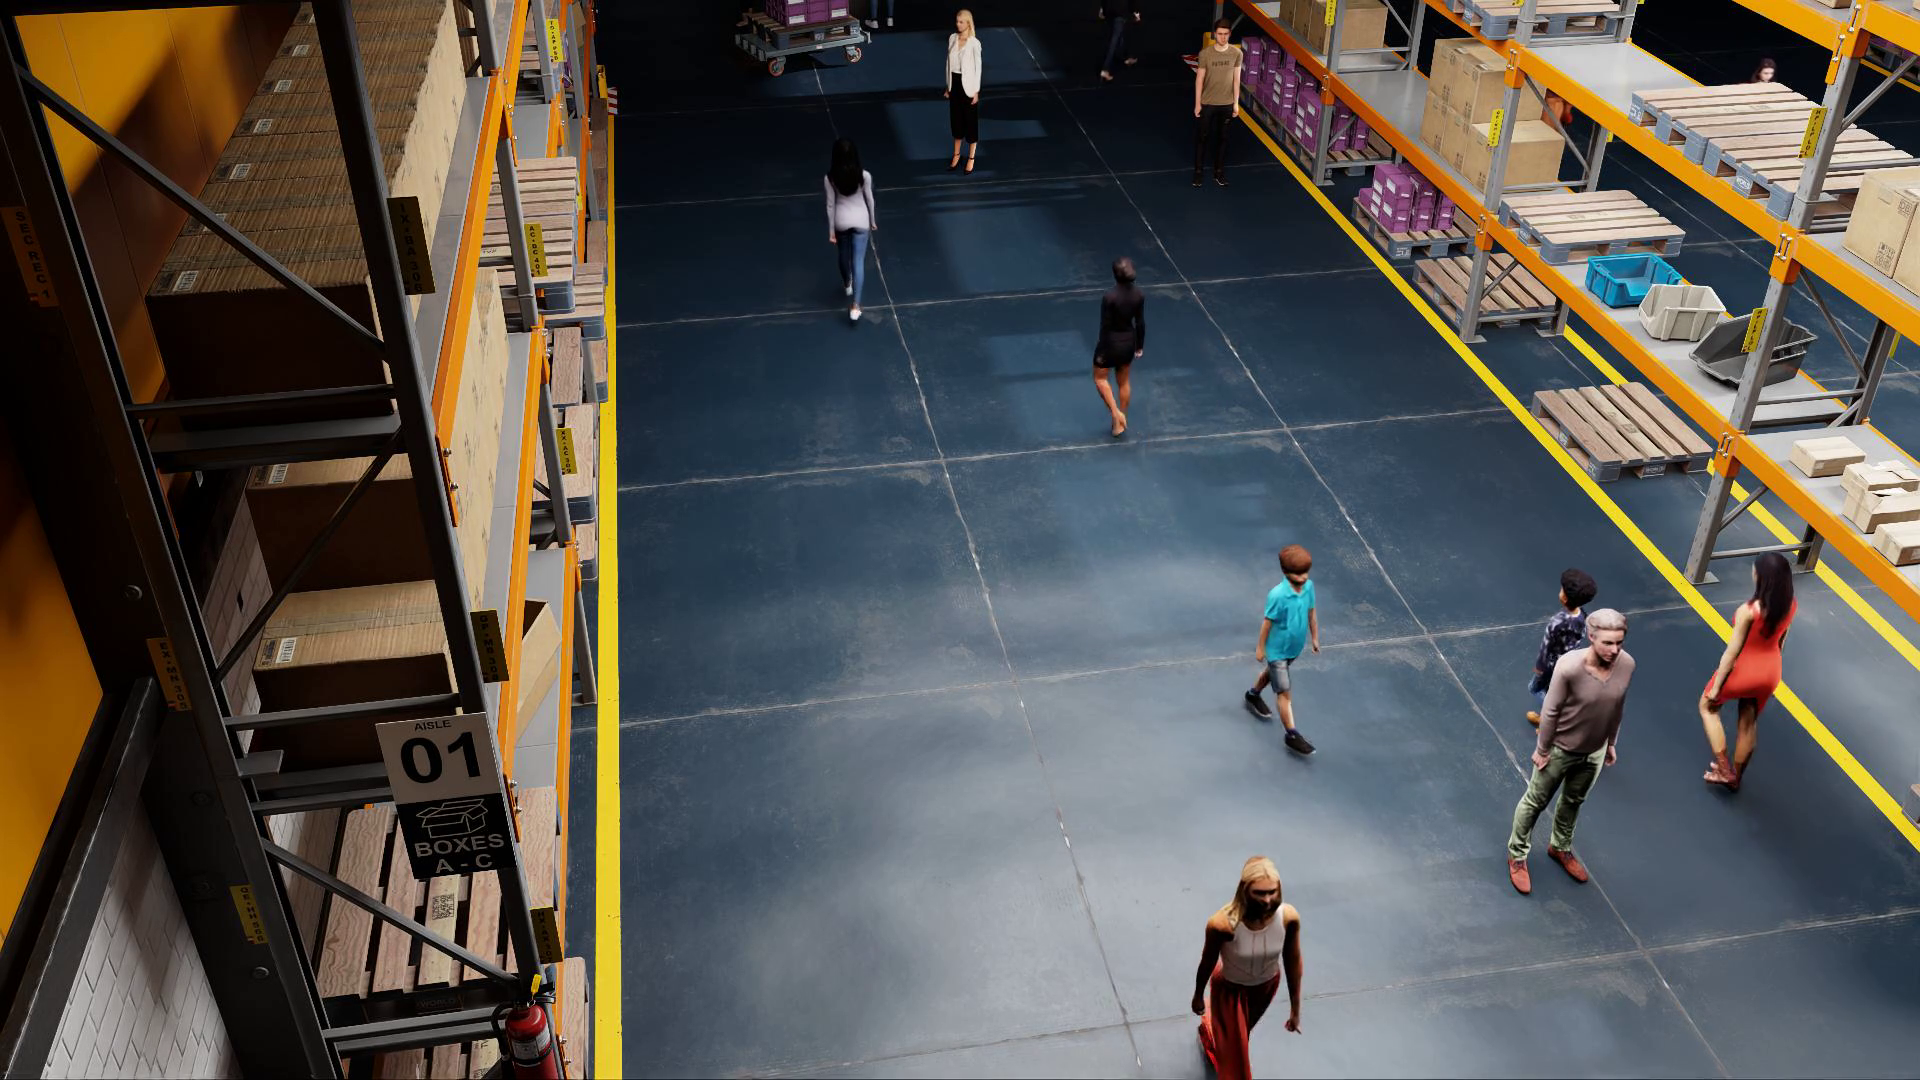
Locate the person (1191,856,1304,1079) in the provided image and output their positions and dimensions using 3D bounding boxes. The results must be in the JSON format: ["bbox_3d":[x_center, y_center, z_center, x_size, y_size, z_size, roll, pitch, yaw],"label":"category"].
[{"bbox_3d":[1.346,2.142,8.052,0.655,1.744,1.293,-6,34,-10],"label":"person"}]

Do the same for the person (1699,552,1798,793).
[{"bbox_3d":[4.772,0.874,9.992,0.669,1.708,0.617,-6,34,-9],"label":"person"}]

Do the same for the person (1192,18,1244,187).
[{"bbox_3d":[2.857,-4.875,18.510,0.679,1.852,0.578,-3,34,-4],"label":"person"}]

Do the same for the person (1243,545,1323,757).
[{"bbox_3d":[2.030,0.624,10.634,0.788,1.413,1.010,-21,39,-28],"label":"person"}]

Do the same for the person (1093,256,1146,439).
[{"bbox_3d":[1.332,-1.522,13.667,0.672,1.630,0.756,-14,36,-21],"label":"person"}]

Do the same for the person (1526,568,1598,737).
[{"bbox_3d":[3.841,0.763,10.581,0.598,1.241,0.653,-20,38,-27],"label":"person"}]

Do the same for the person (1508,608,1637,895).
[{"bbox_3d":[3.471,1.159,9.412,0.664,1.876,0.596,-7,34,-10],"label":"person"}]

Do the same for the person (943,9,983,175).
[{"bbox_3d":[0.038,-5.058,18.781,0.671,1.858,0.734,22,39,29],"label":"person"}]

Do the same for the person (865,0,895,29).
[{"bbox_3d":[-1.150,-8.228,23.521,0.727,1.889,0.660,-14,36,-21],"label":"person"}]

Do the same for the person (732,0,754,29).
[{"bbox_3d":[-3.111,-8.112,23.574,0.783,1.638,0.683,7,34,11],"label":"person"}]

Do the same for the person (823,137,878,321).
[{"bbox_3d":[-1.021,-2.900,15.686,0.770,1.690,1.200,-1,34,-1],"label":"person"}]

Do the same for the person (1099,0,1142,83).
[{"bbox_3d":[2.022,-6.803,21.481,1.059,1.755,1.188,-28,43,-35],"label":"person"}]
